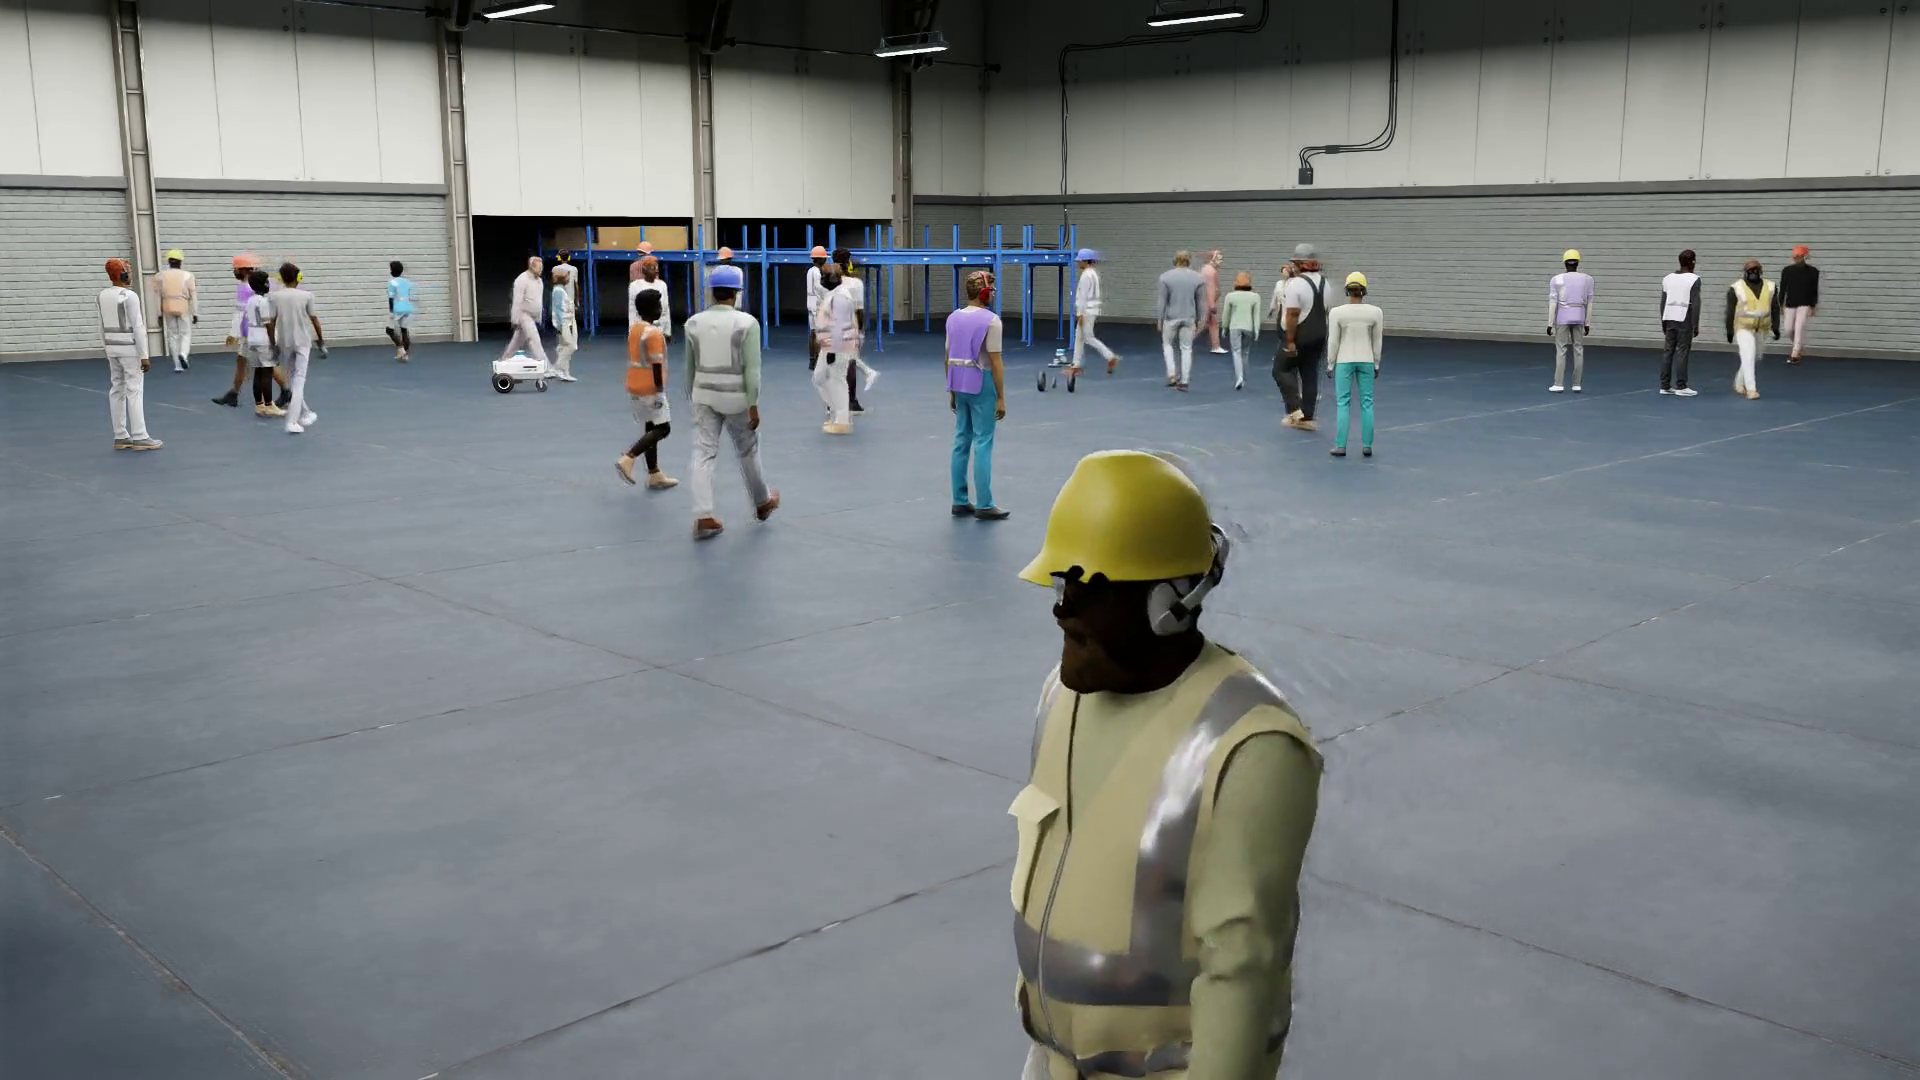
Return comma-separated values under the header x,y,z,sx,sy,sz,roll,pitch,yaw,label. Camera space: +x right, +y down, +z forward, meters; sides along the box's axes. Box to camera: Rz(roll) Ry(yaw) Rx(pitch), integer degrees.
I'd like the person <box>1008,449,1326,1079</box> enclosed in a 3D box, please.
x,y,z,sx,sy,sz,roll,pitch,yaw,label
0.193,0.774,2.450,0.824,1.796,0.609,-7,12,-32,person

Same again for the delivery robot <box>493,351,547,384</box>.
x,y,z,sx,sy,sz,roll,pitch,yaw,label
-6.011,-2.344,22.725,0.707,0.478,0.477,-3,11,-17,delivery robot

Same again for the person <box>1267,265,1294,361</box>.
x,y,z,sx,sy,sz,roll,pitch,yaw,label
5.396,-3.784,27.828,0.731,1.609,0.529,-6,12,-29,person

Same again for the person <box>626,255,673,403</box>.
x,y,z,sx,sy,sz,roll,pitch,yaw,label
-3.795,-2.529,20.293,0.455,1.874,0.591,7,13,34,person

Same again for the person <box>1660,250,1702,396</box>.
x,y,z,sx,sy,sz,roll,pitch,yaw,label
9.577,-2.895,22.146,0.395,1.919,0.590,-5,11,-25,person

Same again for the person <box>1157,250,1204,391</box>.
x,y,z,sx,sy,sz,roll,pitch,yaw,label
3.015,-3.010,22.797,0.662,1.908,0.508,-1,10,-7,person

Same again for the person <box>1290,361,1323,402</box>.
x,y,z,sx,sy,sz,roll,pitch,yaw,label
4.412,-2.699,21.276,0.345,1.847,0.506,-9,13,-39,person

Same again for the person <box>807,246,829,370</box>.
x,y,z,sx,sy,sz,roll,pitch,yaw,label
-2.229,-3.659,26.260,0.357,1.938,0.543,-4,11,-22,person

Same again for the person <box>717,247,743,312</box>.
x,y,z,sx,sy,sz,roll,pitch,yaw,label
-3.882,-3.944,27.901,0.544,1.915,0.553,5,11,25,person

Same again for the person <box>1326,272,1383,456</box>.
x,y,z,sx,sy,sz,roll,pitch,yaw,label
3.782,-1.687,15.998,0.526,1.761,0.337,0,10,0,person

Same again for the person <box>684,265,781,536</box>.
x,y,z,sx,sy,sz,roll,pitch,yaw,label
-1.658,-1.014,11.964,0.630,1.885,1.003,3,11,16,person

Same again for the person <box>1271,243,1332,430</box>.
x,y,z,sx,sy,sz,roll,pitch,yaw,label
3.726,-2.212,18.204,0.694,2.000,0.536,-7,13,-34,person

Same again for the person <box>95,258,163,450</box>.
x,y,z,sx,sy,sz,roll,pitch,yaw,label
-8.263,-1.840,16.489,0.574,1.885,0.356,5,11,25,person

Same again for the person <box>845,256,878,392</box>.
x,y,z,sx,sy,sz,roll,pitch,yaw,label
-1.408,-2.803,21.814,0.626,1.851,0.528,-5,11,-24,person

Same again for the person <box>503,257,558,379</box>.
x,y,z,sx,sy,sz,roll,pitch,yaw,label
-6.453,-3.315,24.797,1.171,1.802,0.658,2,11,13,person

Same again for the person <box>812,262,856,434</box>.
x,y,z,sx,sy,sz,roll,pitch,yaw,label
-1.350,-2.048,17.796,0.453,1.829,0.628,-3,11,-15,person

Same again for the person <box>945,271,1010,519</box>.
x,y,z,sx,sy,sz,roll,pitch,yaw,label
0.105,-1.089,12.495,0.375,1.844,0.567,-9,14,-41,person

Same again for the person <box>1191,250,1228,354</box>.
x,y,z,sx,sy,sz,roll,pitch,yaw,label
4.381,-4.263,29.803,0.814,1.856,0.657,3,11,15,person

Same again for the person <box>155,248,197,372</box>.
x,y,z,sx,sy,sz,roll,pitch,yaw,label
-12.153,-3.559,25.813,0.590,1.909,0.509,-3,11,-15,person

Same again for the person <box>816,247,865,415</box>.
x,y,z,sx,sy,sz,roll,pitch,yaw,label
-1.401,-2.472,19.710,0.602,1.966,0.368,4,11,20,person

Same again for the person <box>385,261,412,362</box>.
x,y,z,sx,sy,sz,roll,pitch,yaw,label
-9.390,-3.821,27.834,0.360,1.686,0.539,5,11,25,person

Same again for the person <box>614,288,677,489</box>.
x,y,z,sx,sy,sz,roll,pitch,yaw,label
-2.627,-1.248,13.816,0.503,1.682,0.535,-6,12,-32,person

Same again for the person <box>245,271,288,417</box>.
x,y,z,sx,sy,sz,roll,pitch,yaw,label
-8.161,-2.298,19.497,0.535,1.697,0.318,10,14,43,person

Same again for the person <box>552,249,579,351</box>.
x,y,z,sx,sy,sz,roll,pitch,yaw,label
-7.281,-4.425,30.680,0.520,1.857,0.318,-8,13,-36,person

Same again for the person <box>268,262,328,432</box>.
x,y,z,sx,sy,sz,roll,pitch,yaw,label
-7.210,-2.100,18.102,0.506,1.819,0.965,1,10,4,person

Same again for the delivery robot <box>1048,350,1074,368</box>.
x,y,z,sx,sy,sz,roll,pitch,yaw,label
1.376,-2.511,22.928,0.335,0.223,0.698,3,11,14,delivery robot

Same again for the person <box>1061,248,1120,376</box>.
x,y,z,sx,sy,sz,roll,pitch,yaw,label
1.978,-3.430,25.061,0.828,1.926,0.612,2,11,9,person

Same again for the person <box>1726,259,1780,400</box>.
x,y,z,sx,sy,sz,roll,pitch,yaw,label
10.384,-2.783,21.863,0.625,1.805,0.904,1,10,3,person

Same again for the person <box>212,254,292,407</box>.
x,y,z,sx,sy,sz,roll,pitch,yaw,label
-8.762,-2.587,20.587,1.017,1.890,0.542,-2,11,-11,person

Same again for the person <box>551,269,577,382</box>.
x,y,z,sx,sy,sz,roll,pitch,yaw,label
-5.713,-3.100,24.038,0.371,1.626,0.536,0,10,-1,person

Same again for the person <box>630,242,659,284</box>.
x,y,z,sx,sy,sz,roll,pitch,yaw,label
-5.564,-4.278,29.479,0.611,1.995,0.381,5,12,26,person

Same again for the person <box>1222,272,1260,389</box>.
x,y,z,sx,sy,sz,roll,pitch,yaw,label
3.914,-2.904,23.060,0.496,1.600,0.798,-1,10,-3,person

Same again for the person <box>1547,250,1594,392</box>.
x,y,z,sx,sy,sz,roll,pitch,yaw,label
8.235,-2.959,22.508,0.589,1.914,0.398,0,10,0,person

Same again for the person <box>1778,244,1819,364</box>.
x,y,z,sx,sy,sz,roll,pitch,yaw,label
13.965,-3.938,27.685,0.668,1.974,0.625,-10,14,-44,person
